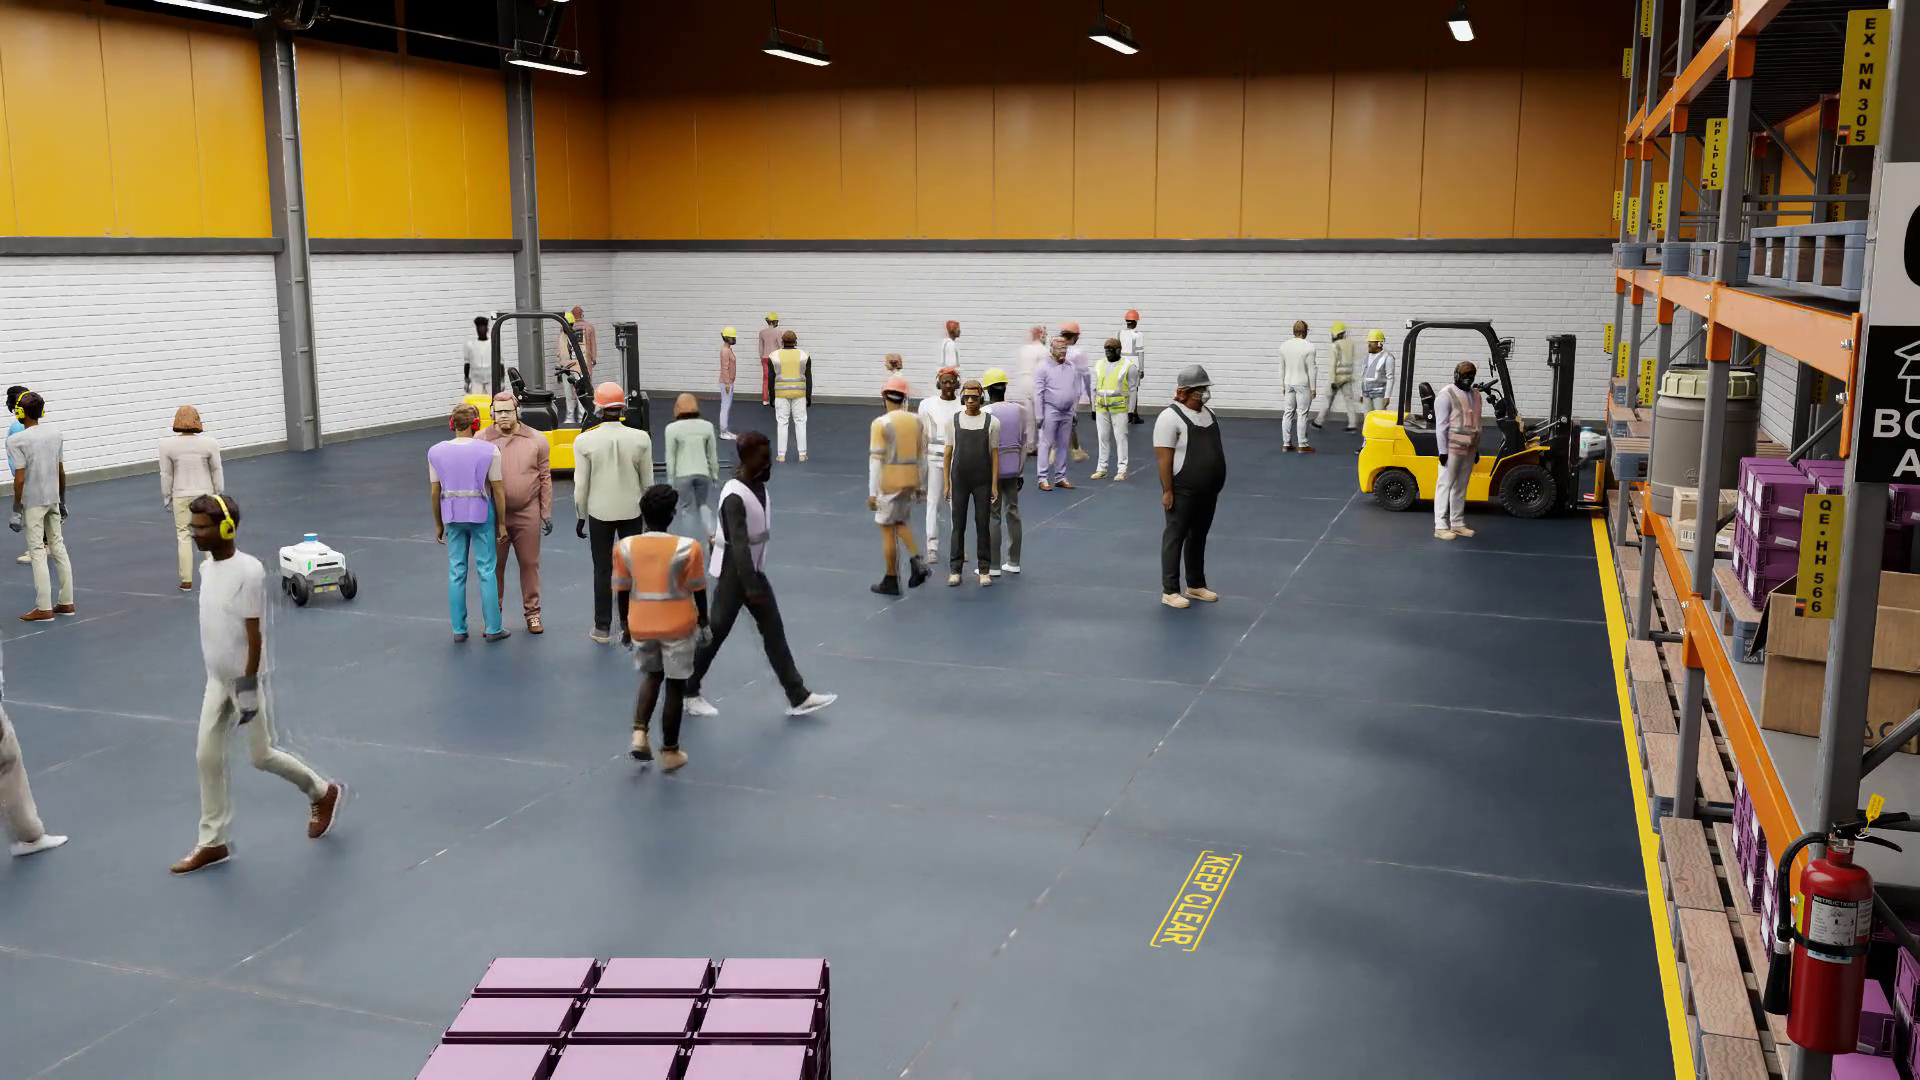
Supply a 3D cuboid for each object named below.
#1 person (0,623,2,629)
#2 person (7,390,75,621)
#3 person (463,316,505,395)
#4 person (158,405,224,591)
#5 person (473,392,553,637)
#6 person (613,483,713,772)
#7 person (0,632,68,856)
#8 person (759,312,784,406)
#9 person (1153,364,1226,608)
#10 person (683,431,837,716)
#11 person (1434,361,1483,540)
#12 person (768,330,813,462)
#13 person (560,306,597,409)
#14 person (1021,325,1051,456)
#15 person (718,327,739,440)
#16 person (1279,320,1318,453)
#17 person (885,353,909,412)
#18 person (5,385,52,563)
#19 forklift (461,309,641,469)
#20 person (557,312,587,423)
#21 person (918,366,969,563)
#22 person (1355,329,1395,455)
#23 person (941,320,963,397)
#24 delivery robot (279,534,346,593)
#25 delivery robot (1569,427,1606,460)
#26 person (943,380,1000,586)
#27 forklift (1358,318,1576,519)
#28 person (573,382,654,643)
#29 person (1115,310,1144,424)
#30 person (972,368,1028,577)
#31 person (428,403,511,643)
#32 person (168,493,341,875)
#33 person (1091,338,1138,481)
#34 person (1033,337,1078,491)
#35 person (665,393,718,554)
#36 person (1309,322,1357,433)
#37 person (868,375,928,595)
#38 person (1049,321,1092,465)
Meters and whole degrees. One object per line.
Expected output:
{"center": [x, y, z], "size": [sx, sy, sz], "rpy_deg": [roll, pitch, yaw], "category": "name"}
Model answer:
{"center": [-7.864, -0.224, 12.970], "size": [0.631, 1.940, 0.372], "rpy_deg": [5, 11, 27], "category": "person"}
{"center": [-7.455, -0.275, 13.449], "size": [0.328, 1.872, 0.514], "rpy_deg": [3, 11, 18], "category": "person"}
{"center": [-7.246, -2.418, 25.296], "size": [0.634, 1.940, 0.789], "rpy_deg": [-2, 10, -10], "category": "person"}
{"center": [-6.746, -0.369, 14.642], "size": [0.507, 1.633, 0.278], "rpy_deg": [-4, 11, -23], "category": "person"}
{"center": [-3.489, -0.198, 12.913], "size": [0.651, 1.906, 0.402], "rpy_deg": [-3, 10, -15], "category": "person"}
{"center": [-1.701, 0.508, 9.581], "size": [0.536, 1.683, 0.375], "rpy_deg": [3, 10, 16], "category": "person"}
{"center": [-4.814, 0.815, 8.043], "size": [0.530, 1.612, 0.749], "rpy_deg": [5, 11, 25], "category": "person"}
{"center": [-3.545, -3.412, 31.412], "size": [0.532, 1.765, 0.323], "rpy_deg": [5, 11, 26], "category": "person"}
{"center": [1.976, -0.459, 14.007], "size": [0.688, 2.000, 0.539], "rpy_deg": [-9, 14, -43], "category": "person"}
{"center": [-1.370, 0.234, 10.617], "size": [1.078, 1.865, 0.613], "rpy_deg": [2, 10, 13], "category": "person"}
{"center": [5.174, -0.930, 17.230], "size": [0.623, 1.840, 0.430], "rpy_deg": [-7, 12, -34], "category": "person"}
{"center": [-2.381, -2.016, 23.338], "size": [0.629, 1.843, 0.429], "rpy_deg": [-2, 10, -9], "category": "person"}
{"center": [-7.031, -3.359, 30.717], "size": [0.645, 1.908, 0.408], "rpy_deg": [-2, 10, -11], "category": "person"}
{"center": [1.166, -2.136, 23.864], "size": [0.575, 1.885, 0.687], "rpy_deg": [-5, 11, -28], "category": "person"}
{"center": [-3.602, -2.448, 25.985], "size": [0.328, 1.765, 0.532], "rpy_deg": [0, 10, -2], "category": "person"}
{"center": [4.944, -2.236, 24.300], "size": [0.372, 1.940, 0.632], "rpy_deg": [-10, 14, -44], "category": "person"}
{"center": [-0.832, -1.632, 21.767], "size": [0.315, 1.632, 0.527], "rpy_deg": [-2, 10, -8], "category": "person"}
{"center": [-8.938, -0.632, 15.943], "size": [0.320, 1.697, 0.531], "rpy_deg": [-3, 10, -14], "category": "person"}
{"center": [-5.354, -1.902, 21.697], "size": [2.313, 2.155, 1.214], "rpy_deg": [-2, 10, -13], "category": "forklift"}
{"center": [-6.486, -2.838, 27.727], "size": [0.594, 1.924, 0.377], "rpy_deg": [6, 12, 29], "category": "person"}
{"center": [-0.120, -0.719, 15.919], "size": [0.575, 1.882, 0.355], "rpy_deg": [-2, 10, -10], "category": "person"}
{"center": [5.953, -2.109, 23.879], "size": [0.403, 1.831, 0.596], "rpy_deg": [-6, 11, -28], "category": "person"}
{"center": [-0.185, -2.571, 26.456], "size": [0.930, 1.851, 0.585], "rpy_deg": [0, 10, -1], "category": "person"}
{"center": [-5.561, 0.189, 14.274], "size": [0.477, 0.478, 0.707], "rpy_deg": [-9, 13, -41], "category": "delivery robot"}
{"center": [8.534, -1.297, 22.640], "size": [0.707, 0.478, 0.477], "rpy_deg": [-9, 14, -42], "category": "delivery robot"}
{"center": [0.104, -0.504, 14.807], "size": [0.508, 1.846, 0.345], "rpy_deg": [0, 10, 2], "category": "person"}
{"center": [5.787, -1.437, 19.079], "size": [2.313, 2.155, 1.214], "rpy_deg": [3, 11, 19], "category": "forklift"}
{"center": [-2.640, -0.212, 12.733], "size": [0.621, 1.997, 0.372], "rpy_deg": [-4, 11, -23], "category": "person"}
{"center": [2.899, -2.937, 28.249], "size": [0.546, 1.938, 0.360], "rpy_deg": [7, 12, 36], "category": "person"}
{"center": [0.347, -0.616, 15.237], "size": [0.586, 1.917, 0.381], "rpy_deg": [-7, 12, -35], "category": "person"}
{"center": [-3.736, -0.119, 12.664], "size": [0.563, 1.838, 0.390], "rpy_deg": [0, 10, 1], "category": "person"}
{"center": [-3.522, 0.671, 8.208], "size": [0.519, 1.846, 0.814], "rpy_deg": [6, 12, 31], "category": "person"}
{"center": [1.962, -1.678, 21.434], "size": [0.637, 1.840, 0.429], "rpy_deg": [6, 12, 33], "category": "person"}
{"center": [1.209, -1.563, 20.602], "size": [0.652, 1.906, 0.402], "rpy_deg": [-7, 12, -35], "category": "person"}
{"center": [-2.570, -0.605, 16.035], "size": [0.509, 1.613, 0.451], "rpy_deg": [-6, 12, -32], "category": "person"}
{"center": [6.120, -2.629, 26.950], "size": [0.602, 1.782, 0.916], "rpy_deg": [-6, 12, -31], "category": "person"}
{"center": [-0.553, -0.463, 14.407], "size": [0.641, 1.904, 0.470], "rpy_deg": [-9, 14, -42], "category": "person"}
{"center": [1.510, -2.023, 22.982], "size": [1.007, 2.000, 0.608], "rpy_deg": [-9, 13, -41], "category": "person"}
